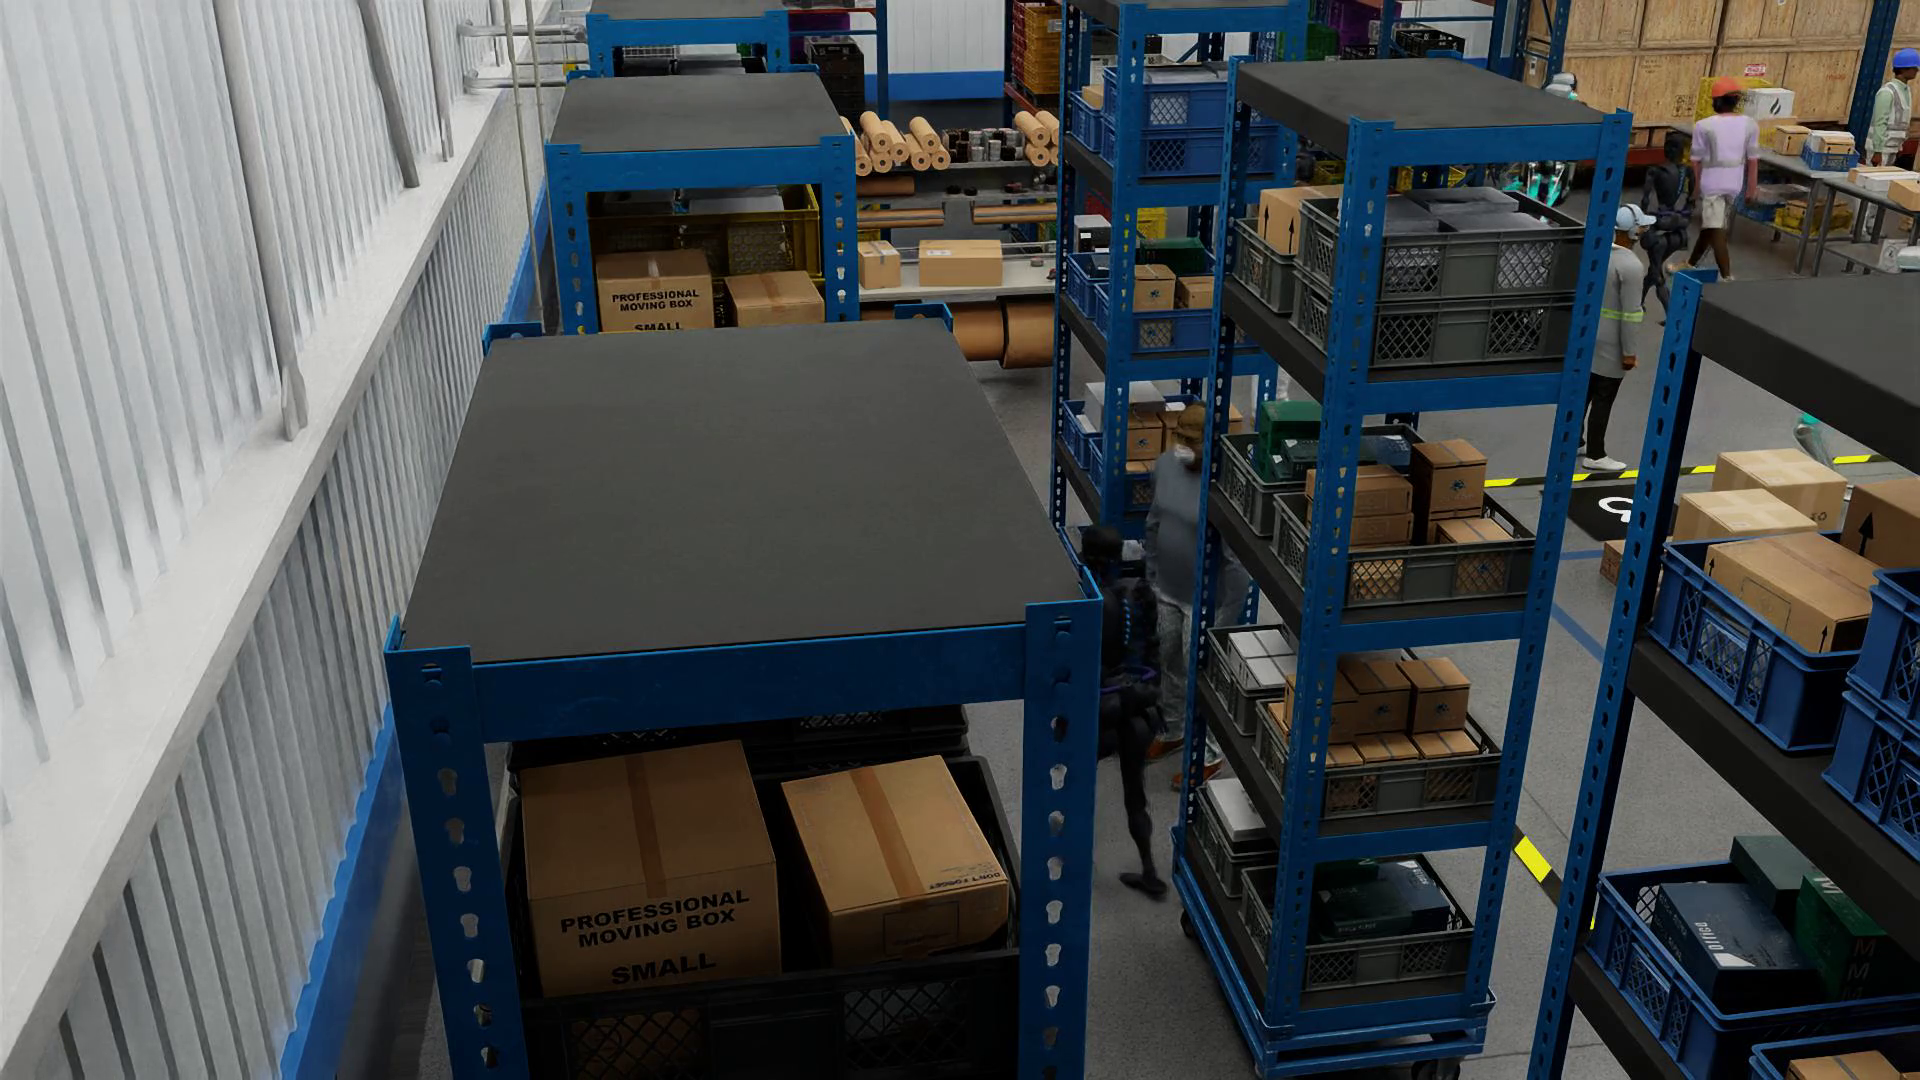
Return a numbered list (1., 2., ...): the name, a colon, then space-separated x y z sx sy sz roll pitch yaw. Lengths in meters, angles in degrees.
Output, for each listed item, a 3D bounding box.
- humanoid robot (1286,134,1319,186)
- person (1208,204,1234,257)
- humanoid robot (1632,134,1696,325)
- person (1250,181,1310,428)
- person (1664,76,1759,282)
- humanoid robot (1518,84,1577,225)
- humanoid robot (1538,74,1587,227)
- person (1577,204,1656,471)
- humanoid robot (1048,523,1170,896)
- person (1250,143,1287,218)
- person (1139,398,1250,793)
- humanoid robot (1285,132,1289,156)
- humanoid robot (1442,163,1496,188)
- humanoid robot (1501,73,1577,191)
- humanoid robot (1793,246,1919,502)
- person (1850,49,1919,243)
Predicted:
1. humanoid robot: 3.019 -2.961 15.059 0.410 1.636 0.605 12 27 24
2. person: 2.626 -3.744 16.504 0.582 1.882 0.346 -2 25 -5
3. humanoid robot: 6.190 -2.722 14.604 0.601 1.629 0.790 -8 26 -16
4. person: 2.380 -1.702 12.121 0.431 1.841 0.622 20 31 36
5. person: 7.022 -3.235 15.321 0.600 1.971 1.071 -5 25 -10
6. humanoid robot: 5.616 -3.417 16.026 0.530 1.810 0.832 11 27 23
7. humanoid robot: 6.225 -4.057 17.429 0.600 1.642 0.450 -1 25 -1
8. person: 4.476 -1.390 11.426 0.371 1.852 0.588 -5 25 -10
9. humanoid robot: 0.630 0.727 7.065 0.613 1.625 0.700 -16 29 -32
10. person: 2.856 -3.286 15.571 0.404 1.829 0.599 4 25 9
11. person: 1.078 0.257 7.746 0.363 1.938 0.628 -16 29 -32
12. humanoid robot: 3.121 -3.770 16.713 0.541 1.754 0.698 14 28 28
13. humanoid robot: 5.124 -3.774 16.799 0.599 1.657 0.315 3 25 6
14. humanoid robot: 5.751 -3.832 16.827 0.730 1.750 0.531 6 25 12
15. humanoid robot: 5.770 -1.104 10.780 0.735 1.677 0.533 15 28 29
16. person: 9.495 -4.038 17.067 0.384 1.949 0.604 22 33 40
